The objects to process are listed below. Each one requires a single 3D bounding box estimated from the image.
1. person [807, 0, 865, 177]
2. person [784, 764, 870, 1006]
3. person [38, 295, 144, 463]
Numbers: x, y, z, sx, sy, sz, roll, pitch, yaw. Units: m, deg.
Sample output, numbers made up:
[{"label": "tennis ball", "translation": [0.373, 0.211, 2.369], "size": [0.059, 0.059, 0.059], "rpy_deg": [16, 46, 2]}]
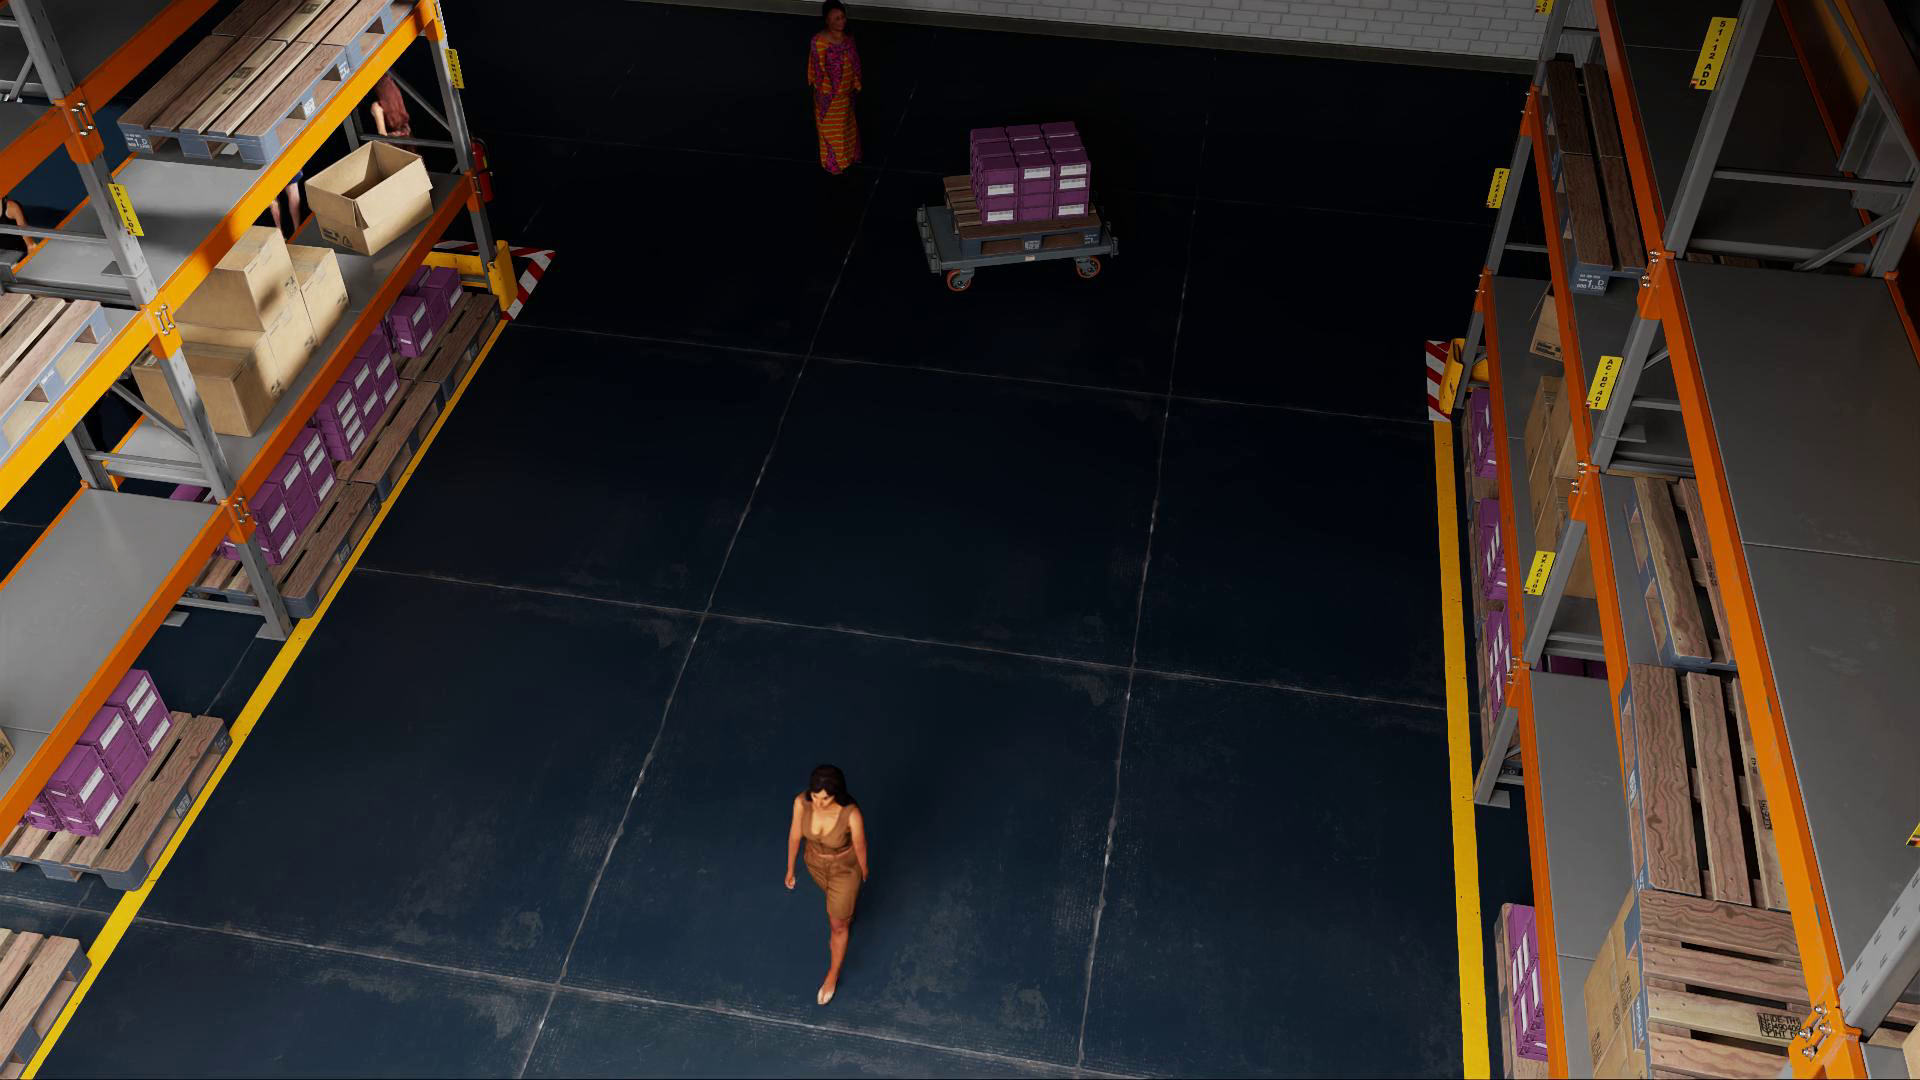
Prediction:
[{"label": "person", "translation": [-1.126, -4.221, 15.398], "size": [0.832, 1.686, 0.754], "rpy_deg": [32, 52, 29]}, {"label": "person", "translation": [-0.667, 1.722, 9.176], "size": [0.708, 1.664, 0.947], "rpy_deg": [19, 47, 18]}, {"label": "person", "translation": [-6.387, -1.323, 12.370], "size": [0.719, 1.666, 0.893], "rpy_deg": [12, 45, 12]}]
